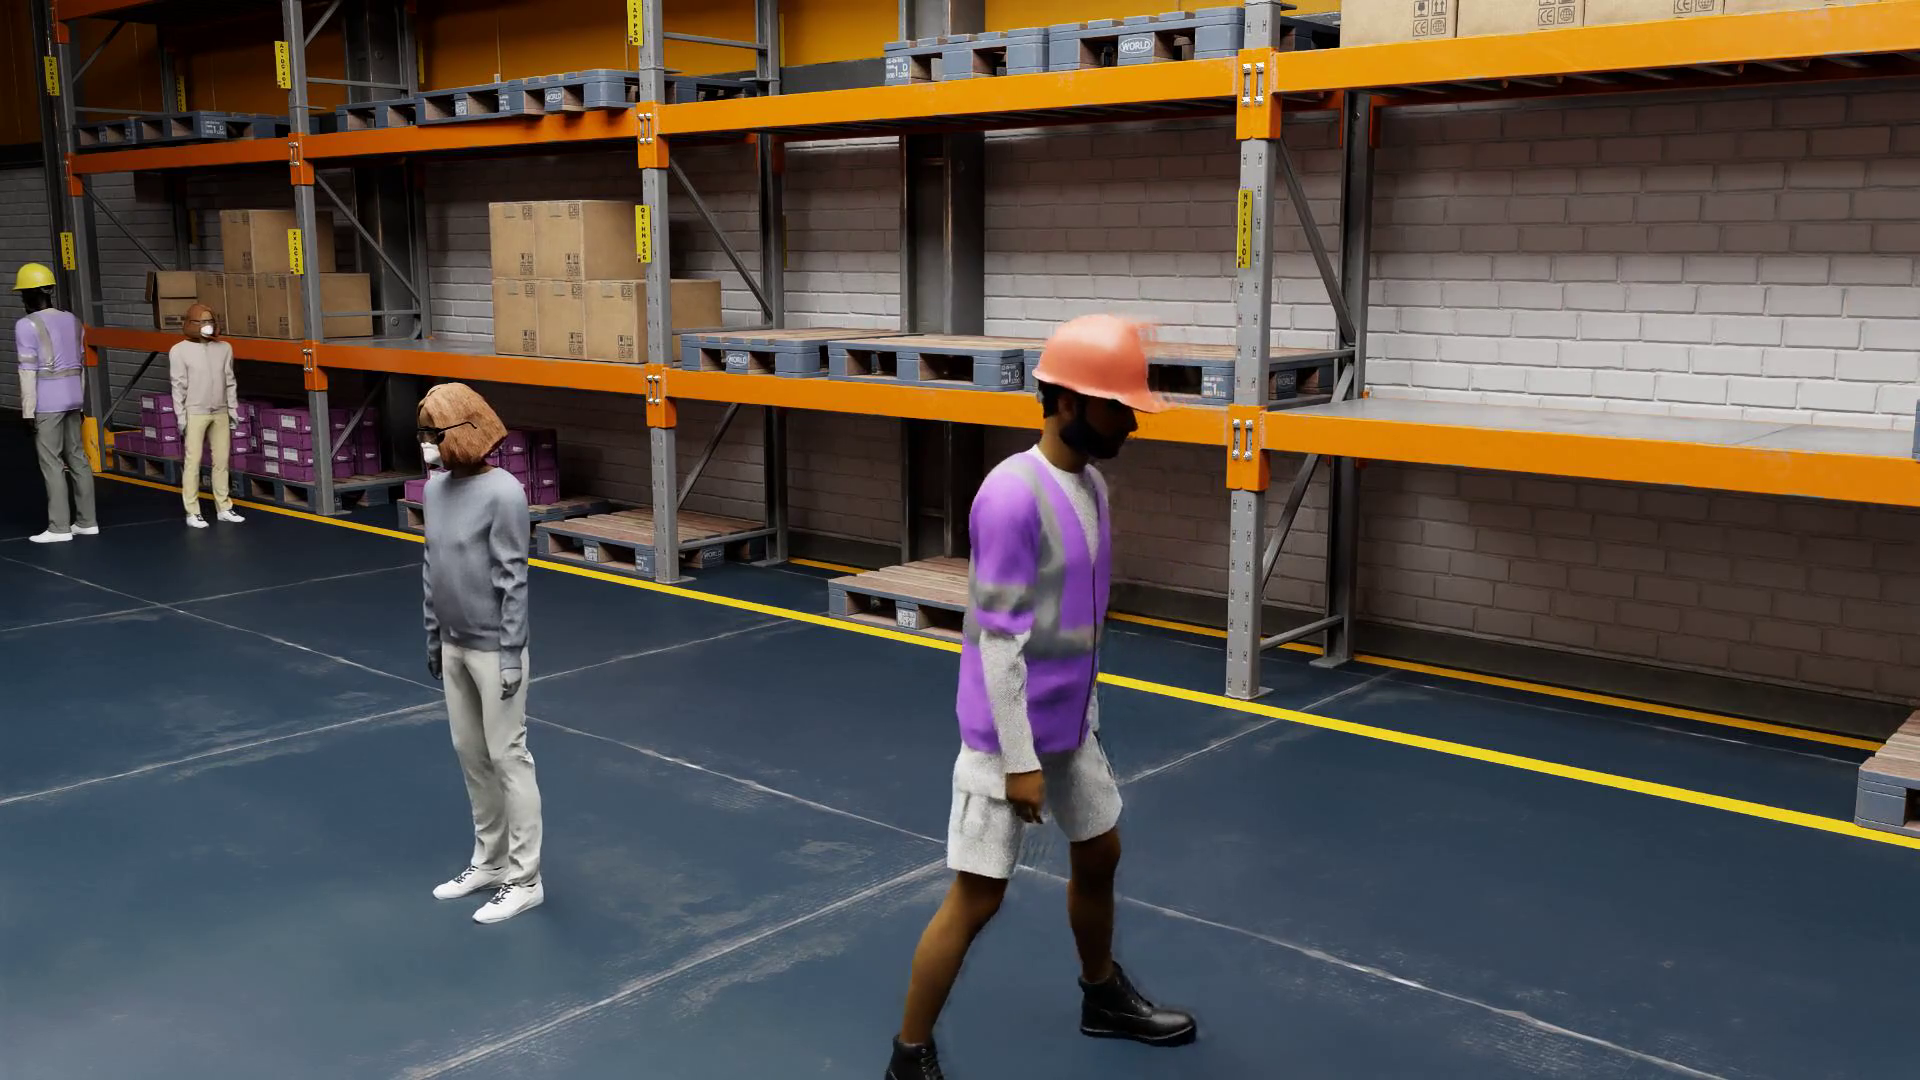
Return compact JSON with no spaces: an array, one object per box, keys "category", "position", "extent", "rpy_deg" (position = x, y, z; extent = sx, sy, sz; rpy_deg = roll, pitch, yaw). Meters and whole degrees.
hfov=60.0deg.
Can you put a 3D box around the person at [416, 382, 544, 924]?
[{"category":"person","position":[-1.482,0.334,5.071],"extent":[0.503,1.623,0.299],"rpy_deg":[9,13,40]}]

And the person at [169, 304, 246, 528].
[{"category":"person","position":[-5.490,-0.905,12.124],"extent":[0.284,1.626,0.495],"rpy_deg":[6,12,31]}]

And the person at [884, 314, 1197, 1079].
[{"category":"person","position":[0.223,0.410,3.945],"extent":[0.556,1.884,0.761],"rpy_deg":[5,11,28]}]

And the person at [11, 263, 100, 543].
[{"category":"person","position":[-6.277,-0.941,11.491],"extent":[0.396,1.918,0.588],"rpy_deg":[2,10,10]}]
